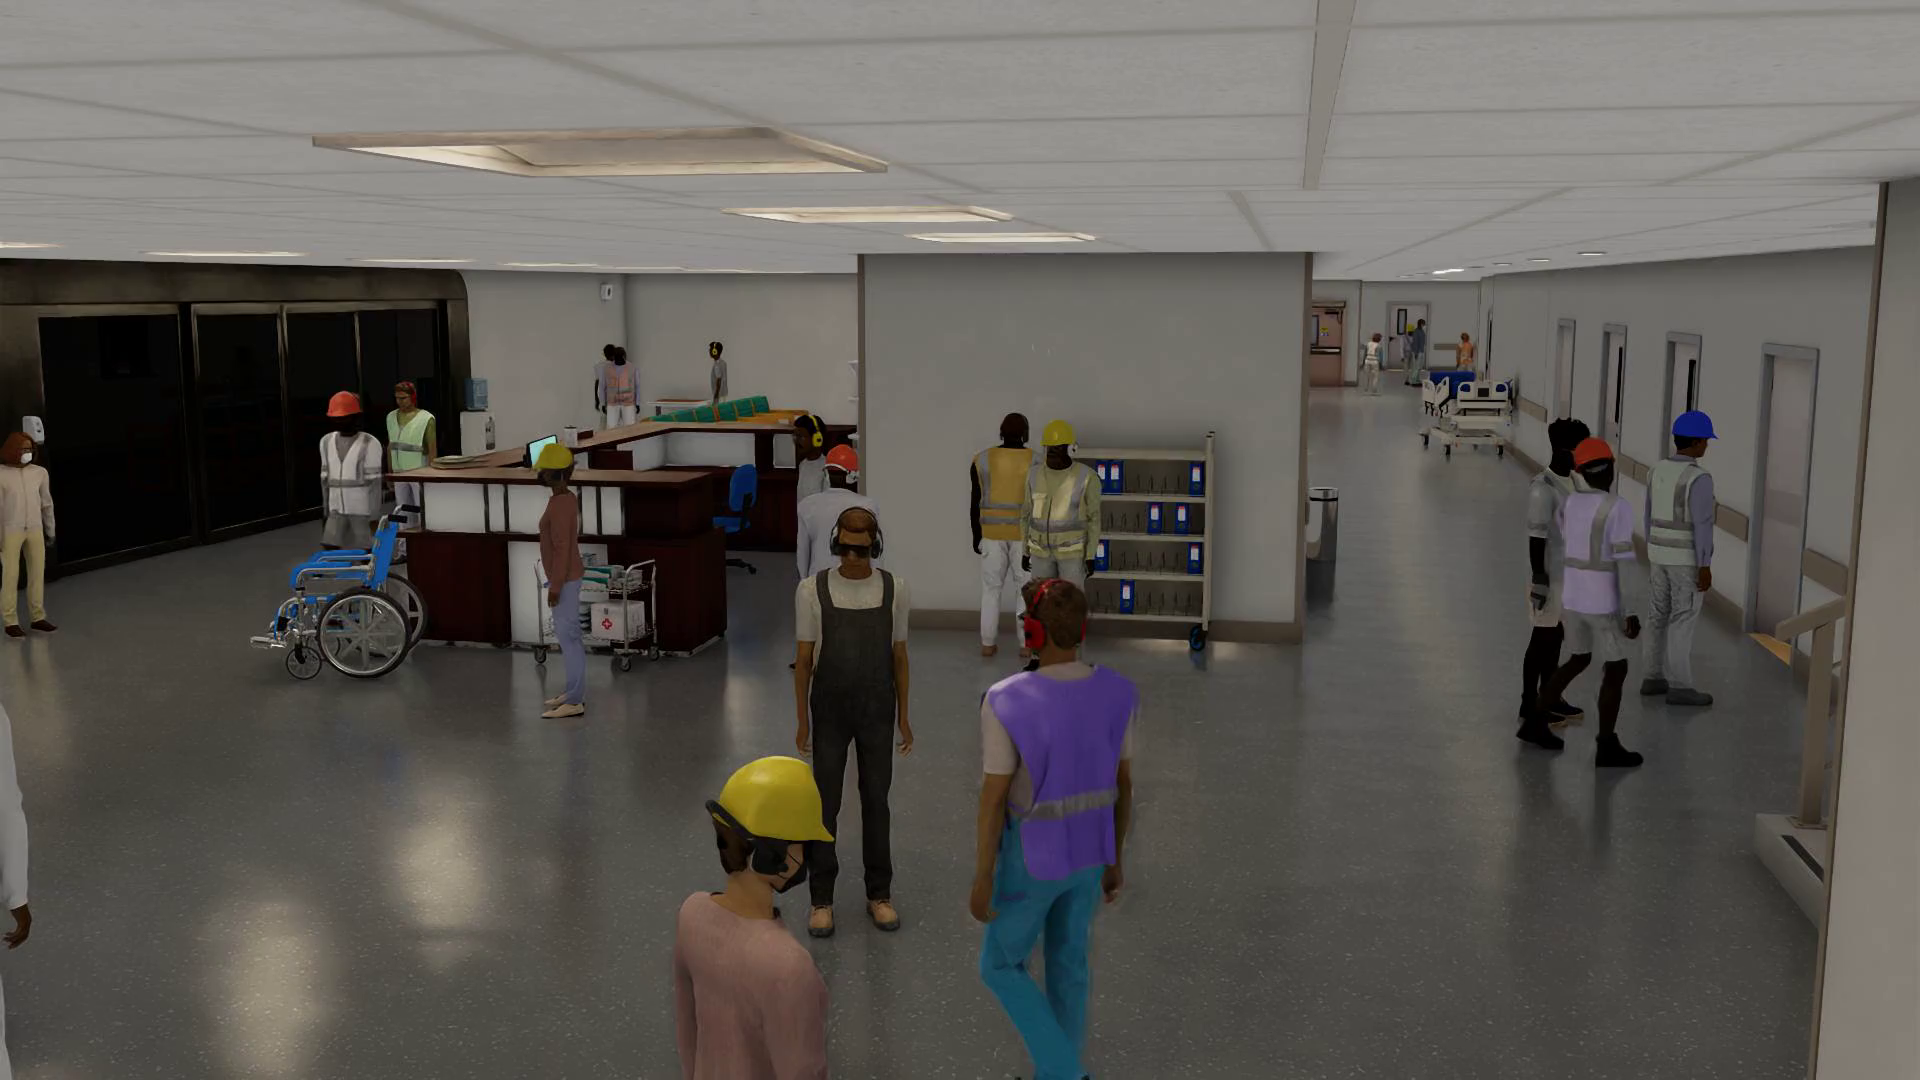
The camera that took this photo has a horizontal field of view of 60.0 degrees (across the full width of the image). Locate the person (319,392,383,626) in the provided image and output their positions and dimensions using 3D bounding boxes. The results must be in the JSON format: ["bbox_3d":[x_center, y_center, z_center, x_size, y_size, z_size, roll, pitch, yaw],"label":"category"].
[{"bbox_3d":[-4.951,-0.232,13.418,0.582,1.918,0.610,2,9,10],"label":"person"}]

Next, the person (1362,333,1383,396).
[{"bbox_3d":[10.630,-4.524,42.929,0.601,1.620,0.326,8,12,42],"label":"person"}]

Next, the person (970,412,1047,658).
[{"bbox_3d":[0.386,-0.032,12.397,0.631,1.838,0.429,2,9,11],"label":"person"}]

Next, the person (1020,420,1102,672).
[{"bbox_3d":[0.690,0.067,11.728,0.596,1.832,0.404,4,9,25],"label":"person"}]

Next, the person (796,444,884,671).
[{"bbox_3d":[-0.763,0.256,10.730,0.573,1.748,0.342,2,9,11],"label":"person"}]

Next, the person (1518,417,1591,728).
[{"bbox_3d":[3.737,0.201,10.451,0.386,1.952,0.613,7,11,38],"label":"person"}]

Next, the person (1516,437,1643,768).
[{"bbox_3d":[3.649,0.364,9.629,0.449,1.887,0.602,-2,9,-16],"label":"person"}]

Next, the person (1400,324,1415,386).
[{"bbox_3d":[12.804,-5.250,47.253,0.600,1.755,0.953,0,9,3],"label":"person"}]

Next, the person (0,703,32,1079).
[{"bbox_3d":[-3.048,1.074,4.880,0.576,1.882,0.355,-4,10,-25],"label":"person"}]

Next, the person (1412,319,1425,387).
[{"bbox_3d":[12.894,-5.251,46.721,0.390,1.928,0.633,6,10,33],"label":"person"}]

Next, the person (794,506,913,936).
[{"bbox_3d":[-0.450,0.762,7.088,0.506,1.839,0.343,-2,9,-13],"label":"person"}]

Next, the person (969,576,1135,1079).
[{"bbox_3d":[0.308,1.030,5.323,0.584,1.834,0.503,-6,10,-33],"label":"person"}]

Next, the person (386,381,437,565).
[{"bbox_3d":[-5.433,-0.654,16.498,0.563,1.838,0.390,3,9,20],"label":"person"}]

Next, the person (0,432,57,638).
[{"bbox_3d":[-7.426,-0.047,13.184,0.287,1.628,0.506,5,10,30],"label":"person"}]

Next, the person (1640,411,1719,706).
[{"bbox_3d":[4.778,0.116,11.021,0.396,1.944,0.615,-2,9,-11],"label":"person"}]

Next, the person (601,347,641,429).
[{"bbox_3d":[-5.419,-2.169,26.563,0.634,1.834,0.429,0,9,-3],"label":"person"}]

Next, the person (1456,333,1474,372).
[{"bbox_3d":[13.231,-4.613,43.554,0.535,1.599,0.847,-1,9,-8],"label":"person"}]

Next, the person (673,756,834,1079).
[{"bbox_3d":[-0.417,1.331,3.588,0.327,1.760,0.523,-7,11,-37],"label":"person"}]

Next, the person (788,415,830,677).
[{"bbox_3d":[-1.030,0.037,11.840,0.333,1.864,0.505,-5,10,-31],"label":"person"}]

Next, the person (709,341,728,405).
[{"bbox_3d":[-4.064,-2.400,27.982,0.309,1.868,0.535,1,9,5],"label":"person"}]

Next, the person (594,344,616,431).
[{"bbox_3d":[-5.722,-2.264,27.140,0.520,1.857,0.333,1,9,8],"label":"person"}]

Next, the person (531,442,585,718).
[{"bbox_3d":[-2.570,0.256,10.691,0.304,1.772,0.525,-1,9,-9],"label":"person"}]
